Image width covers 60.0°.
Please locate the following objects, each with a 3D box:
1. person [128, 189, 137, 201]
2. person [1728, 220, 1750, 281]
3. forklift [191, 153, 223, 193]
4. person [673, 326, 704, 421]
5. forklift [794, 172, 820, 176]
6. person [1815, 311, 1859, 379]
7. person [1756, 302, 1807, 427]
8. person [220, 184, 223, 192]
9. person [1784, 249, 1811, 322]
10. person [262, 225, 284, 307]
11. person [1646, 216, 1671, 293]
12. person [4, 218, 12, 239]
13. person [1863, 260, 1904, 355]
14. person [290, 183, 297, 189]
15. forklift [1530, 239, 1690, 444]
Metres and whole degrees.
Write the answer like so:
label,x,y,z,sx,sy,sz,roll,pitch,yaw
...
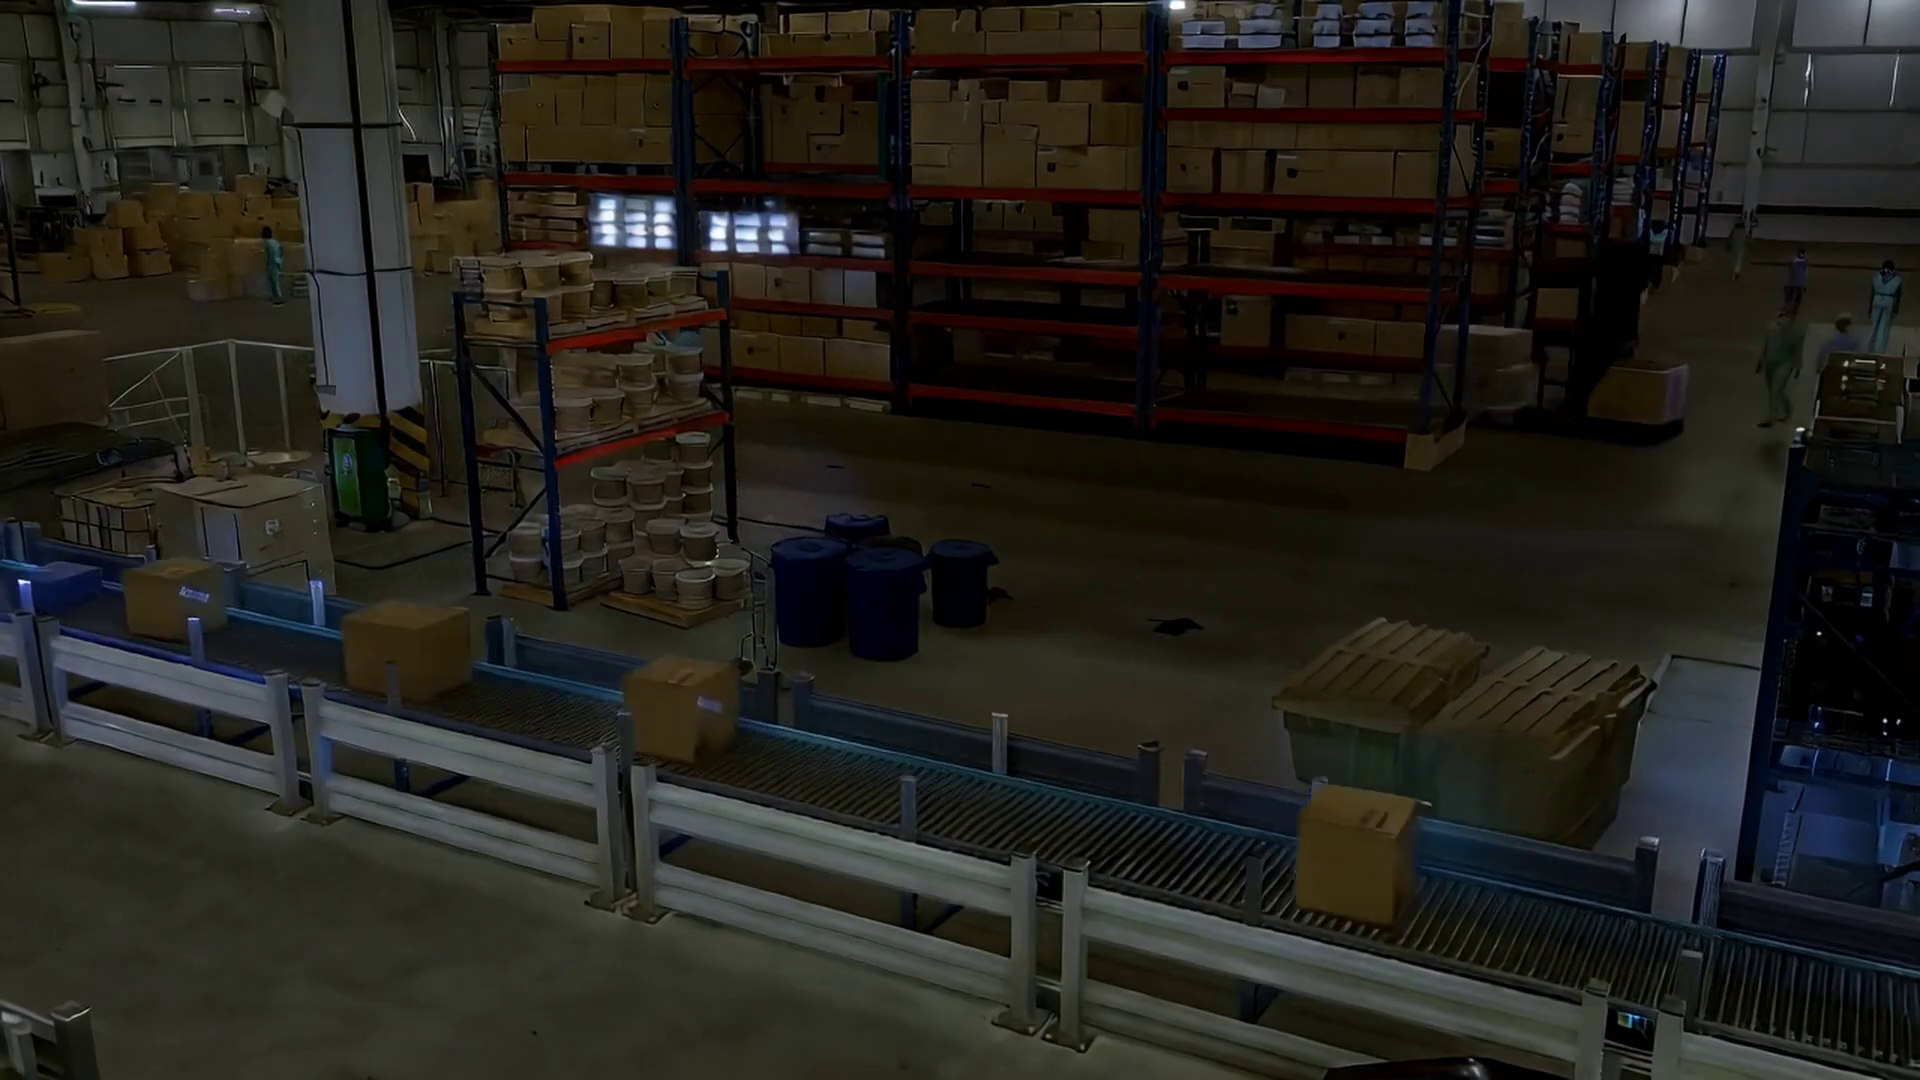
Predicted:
label,x,y,z,sx,sy,sz,roll,pitch,yaw
person,-28.808,-11.377,58.074,0.466,1.725,0.502,-1,15,-2
person,20.935,-7.776,44.739,0.506,1.619,0.467,9,17,29
forklift,-27.852,-12.924,61.684,1.873,2.768,1.129,8,17,28
person,-4.116,-2.618,25.213,0.494,1.683,0.547,9,17,30
forklift,-4.989,-11.044,54.616,1.129,2.768,1.873,8,17,27
person,13.051,-2.531,24.775,0.600,1.741,0.451,0,15,-2
person,12.373,-2.655,25.018,0.851,1.876,0.636,-8,17,-27
person,-30.797,-14.202,68.904,0.539,1.614,0.605,-6,16,-21
person,18.201,-5.510,36.202,0.498,1.633,0.278,4,15,14
person,-16.254,-6.490,39.345,0.383,1.916,0.591,-3,15,-11
person,17.647,-7.224,42.100,0.393,1.920,0.591,-13,19,-39
person,-33.429,-11.420,58.043,0.420,1.827,0.533,-5,16,-19
person,17.613,-4.416,31.696,0.394,1.839,0.563,-11,18,-35
person,-23.352,-11.612,58.572,0.651,1.928,0.517,9,18,31
forklift,9.514,-2.923,24.088,1.873,2.768,1.129,14,20,42
